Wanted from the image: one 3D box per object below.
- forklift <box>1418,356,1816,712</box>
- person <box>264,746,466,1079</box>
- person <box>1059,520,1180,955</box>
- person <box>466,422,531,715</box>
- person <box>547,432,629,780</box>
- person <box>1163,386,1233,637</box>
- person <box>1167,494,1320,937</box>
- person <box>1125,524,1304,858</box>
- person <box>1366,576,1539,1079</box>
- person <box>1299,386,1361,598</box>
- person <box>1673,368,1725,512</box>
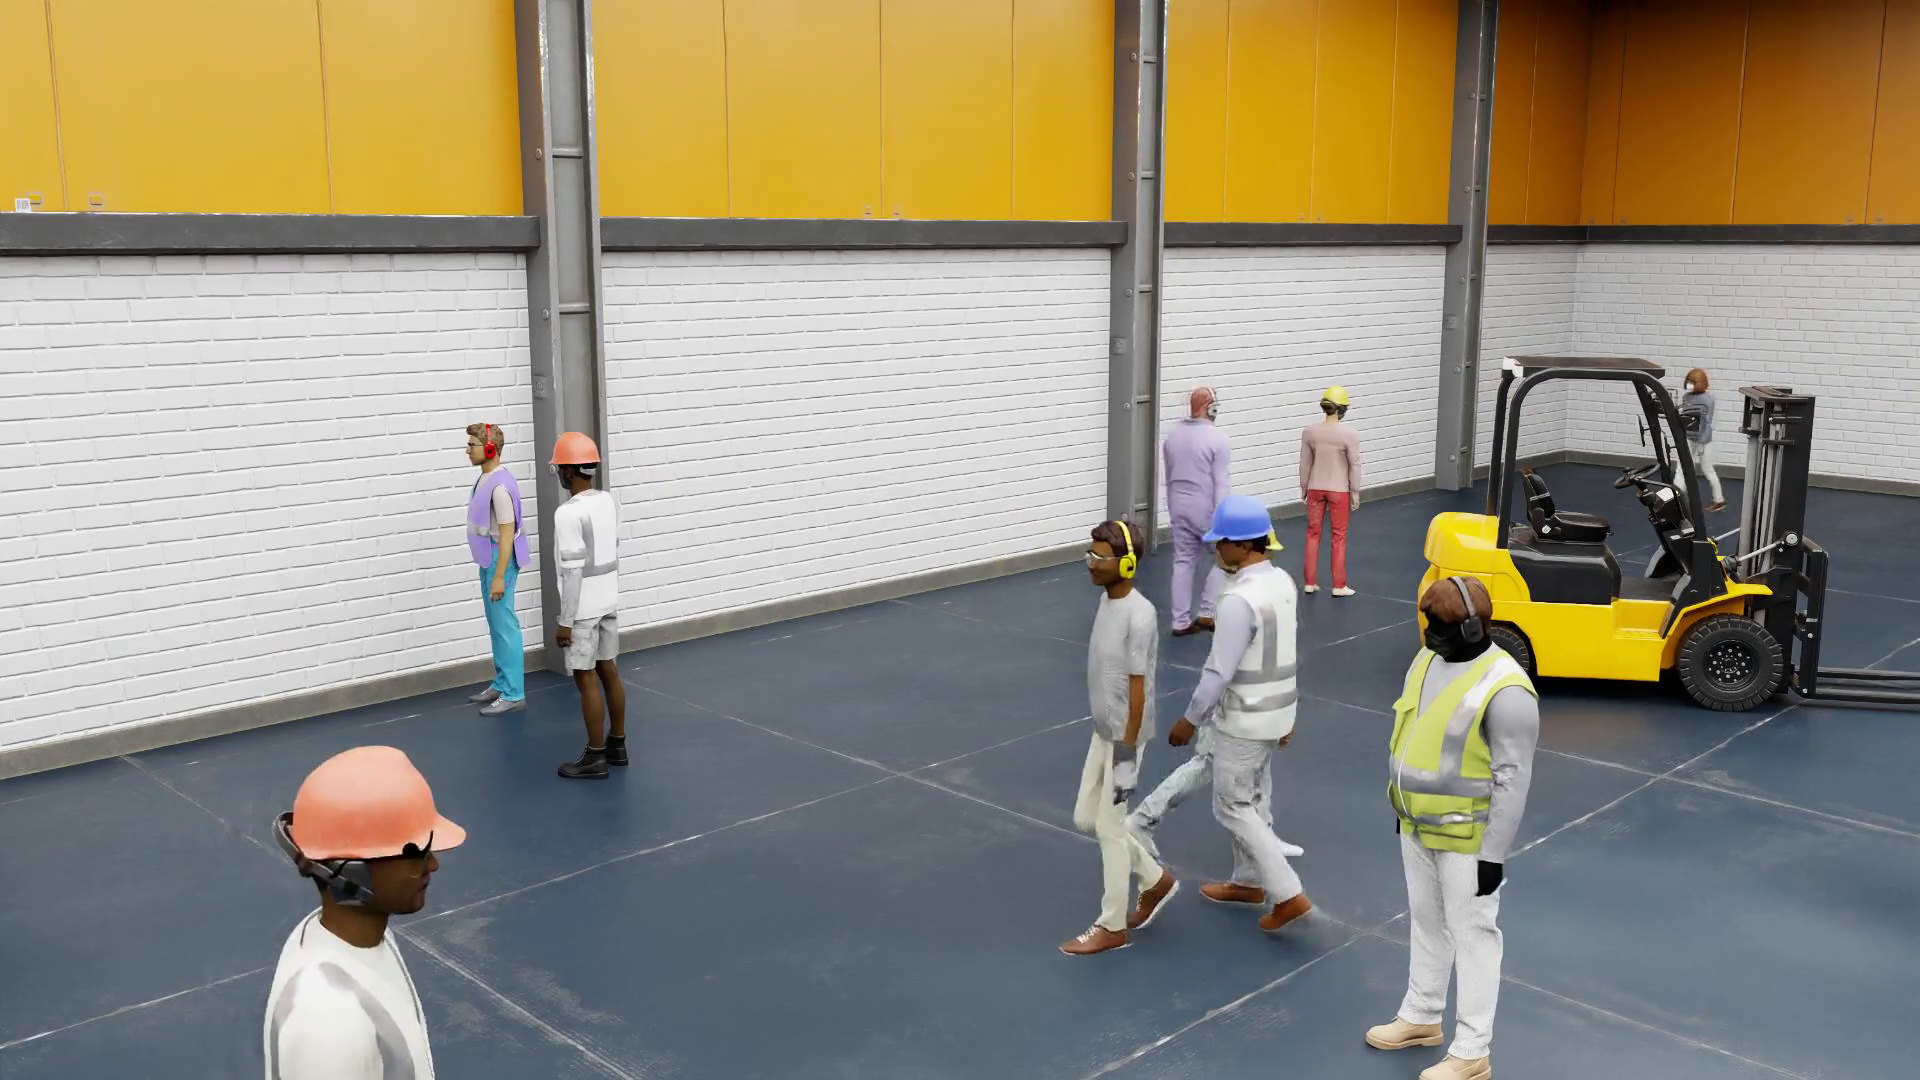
[{"bbox_3d":[4.276,-0.101,11.076,2.313,2.155,1.214,2,11,13],"label":"forklift"},{"bbox_3d":[-1.142,1.399,3.334,0.420,2.032,0.632,-3,11,-18],"label":"person"},{"bbox_3d":[0.679,0.831,6.936,0.471,1.868,0.544,-3,11,-16],"label":"person"},{"bbox_3d":[-2.925,0.174,10.526,0.389,1.847,0.566,-5,12,-25],"label":"person"},{"bbox_3d":[-2.094,0.364,9.243,0.374,1.935,0.552,3,11,18],"label":"person"},{"bbox_3d":[1.815,-0.204,12.465,0.524,1.886,0.675,-8,13,-38],"label":"person"},{"bbox_3d":[1.282,0.757,7.147,0.619,1.918,0.633,6,12,28],"label":"person"},{"bbox_3d":[1.217,0.719,7.946,0.844,1.706,0.489,0,10,3],"label":"person"},{"bbox_3d":[1.738,1.026,5.915,0.429,1.837,0.621,-3,11,-17],"label":"person"},{"bbox_3d":[3.100,-0.406,13.912,0.533,1.765,0.329,7,13,35],"label":"person"},{"bbox_3d":[7.999,-1.072,18.021,0.802,1.587,0.503,-4,11,-19],"label":"person"}]
